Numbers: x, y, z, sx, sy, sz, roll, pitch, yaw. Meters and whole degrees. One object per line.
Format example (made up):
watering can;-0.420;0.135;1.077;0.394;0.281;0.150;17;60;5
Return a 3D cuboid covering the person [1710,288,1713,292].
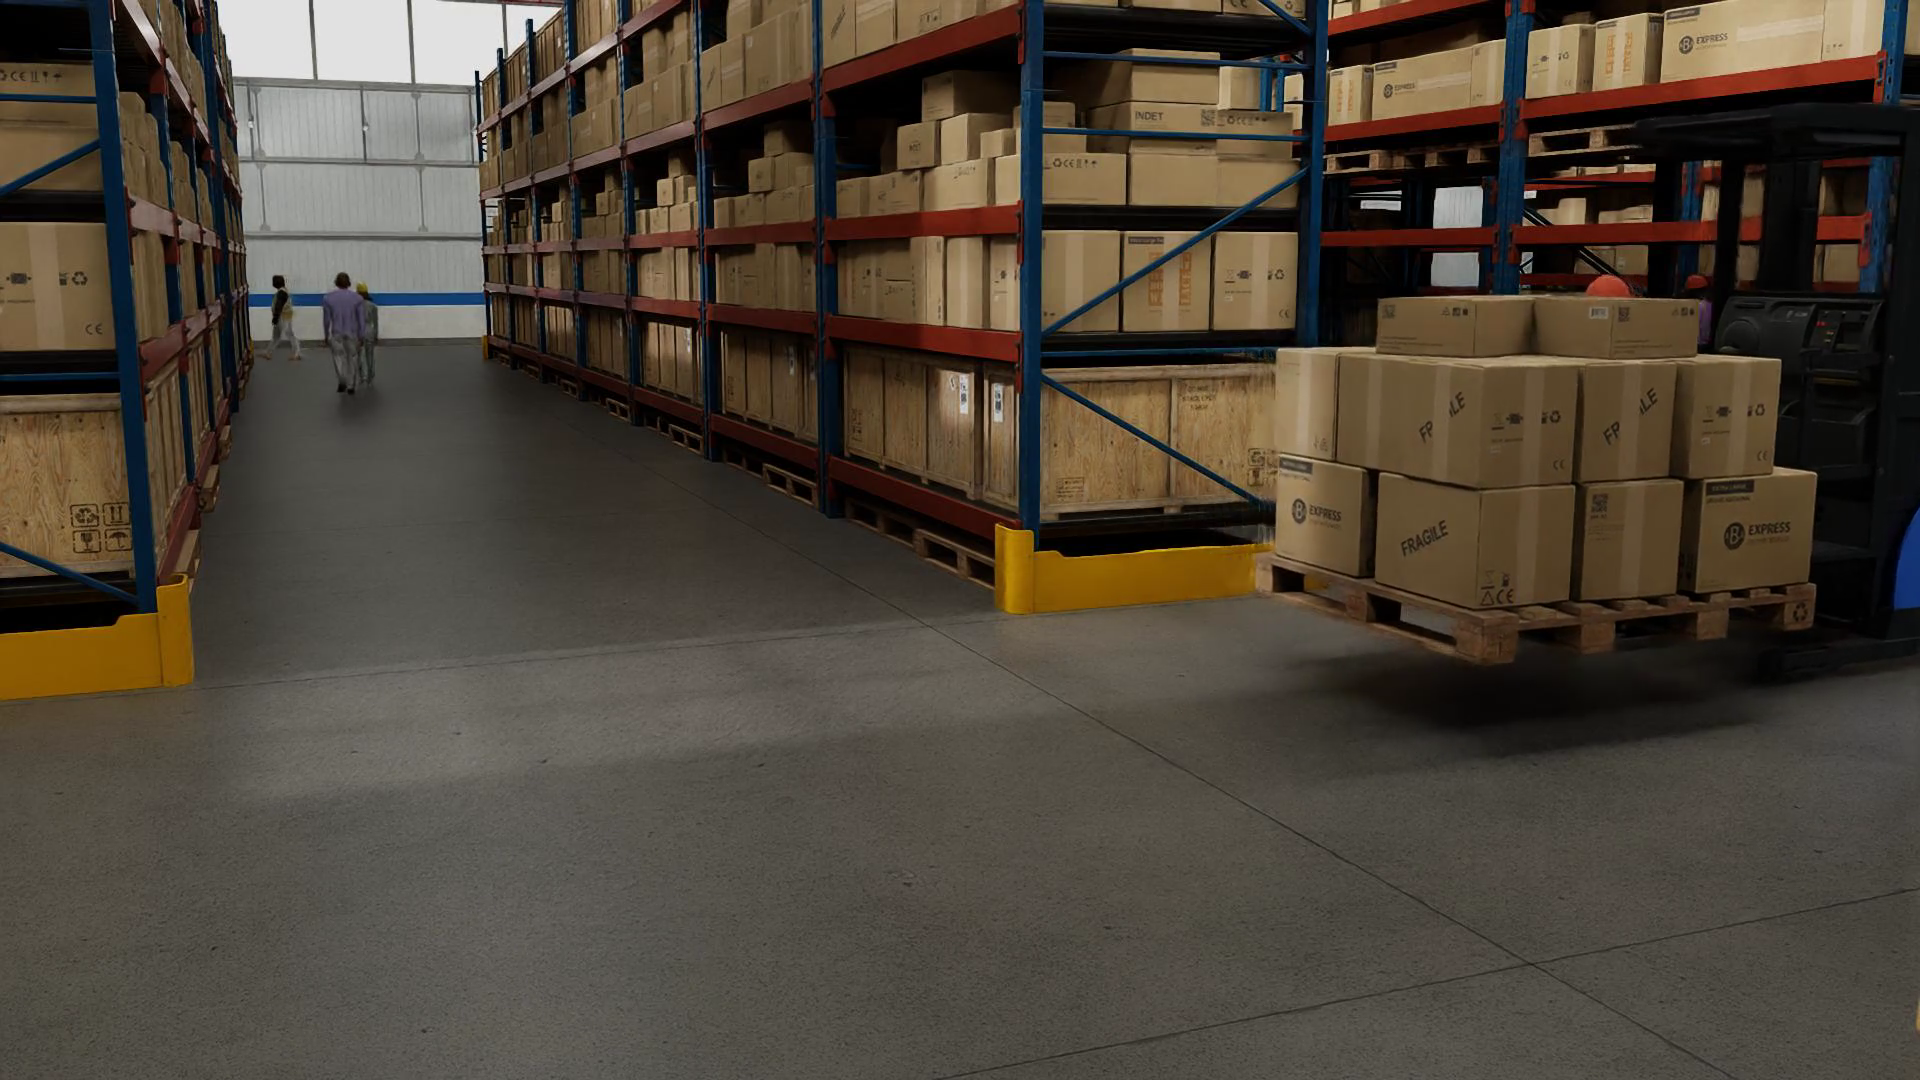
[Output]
person;12.350;-3.286;27.148;0.801;1.665;0.547;8;12;39

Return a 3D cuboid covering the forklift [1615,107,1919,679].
forklift;4.648;-0.819;8.769;1.873;2.768;1.129;-4;10;-23

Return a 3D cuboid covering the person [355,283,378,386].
person;-10.042;-3.447;27.971;0.506;1.718;0.657;-6;11;-32

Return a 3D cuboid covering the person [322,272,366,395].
person;-9.688;-3.251;26.206;0.654;1.916;0.584;-5;11;-26

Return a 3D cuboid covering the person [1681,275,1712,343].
person;9.162;-2.331;20.724;0.418;1.920;0.545;8;12;40

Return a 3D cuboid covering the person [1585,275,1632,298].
person;3.886;-0.572;9.932;0.960;2.012;0.609;-4;10;-23

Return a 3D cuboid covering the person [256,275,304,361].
person;-14.345;-4.656;35.000;0.954;1.791;0.624;-4;10;-24
